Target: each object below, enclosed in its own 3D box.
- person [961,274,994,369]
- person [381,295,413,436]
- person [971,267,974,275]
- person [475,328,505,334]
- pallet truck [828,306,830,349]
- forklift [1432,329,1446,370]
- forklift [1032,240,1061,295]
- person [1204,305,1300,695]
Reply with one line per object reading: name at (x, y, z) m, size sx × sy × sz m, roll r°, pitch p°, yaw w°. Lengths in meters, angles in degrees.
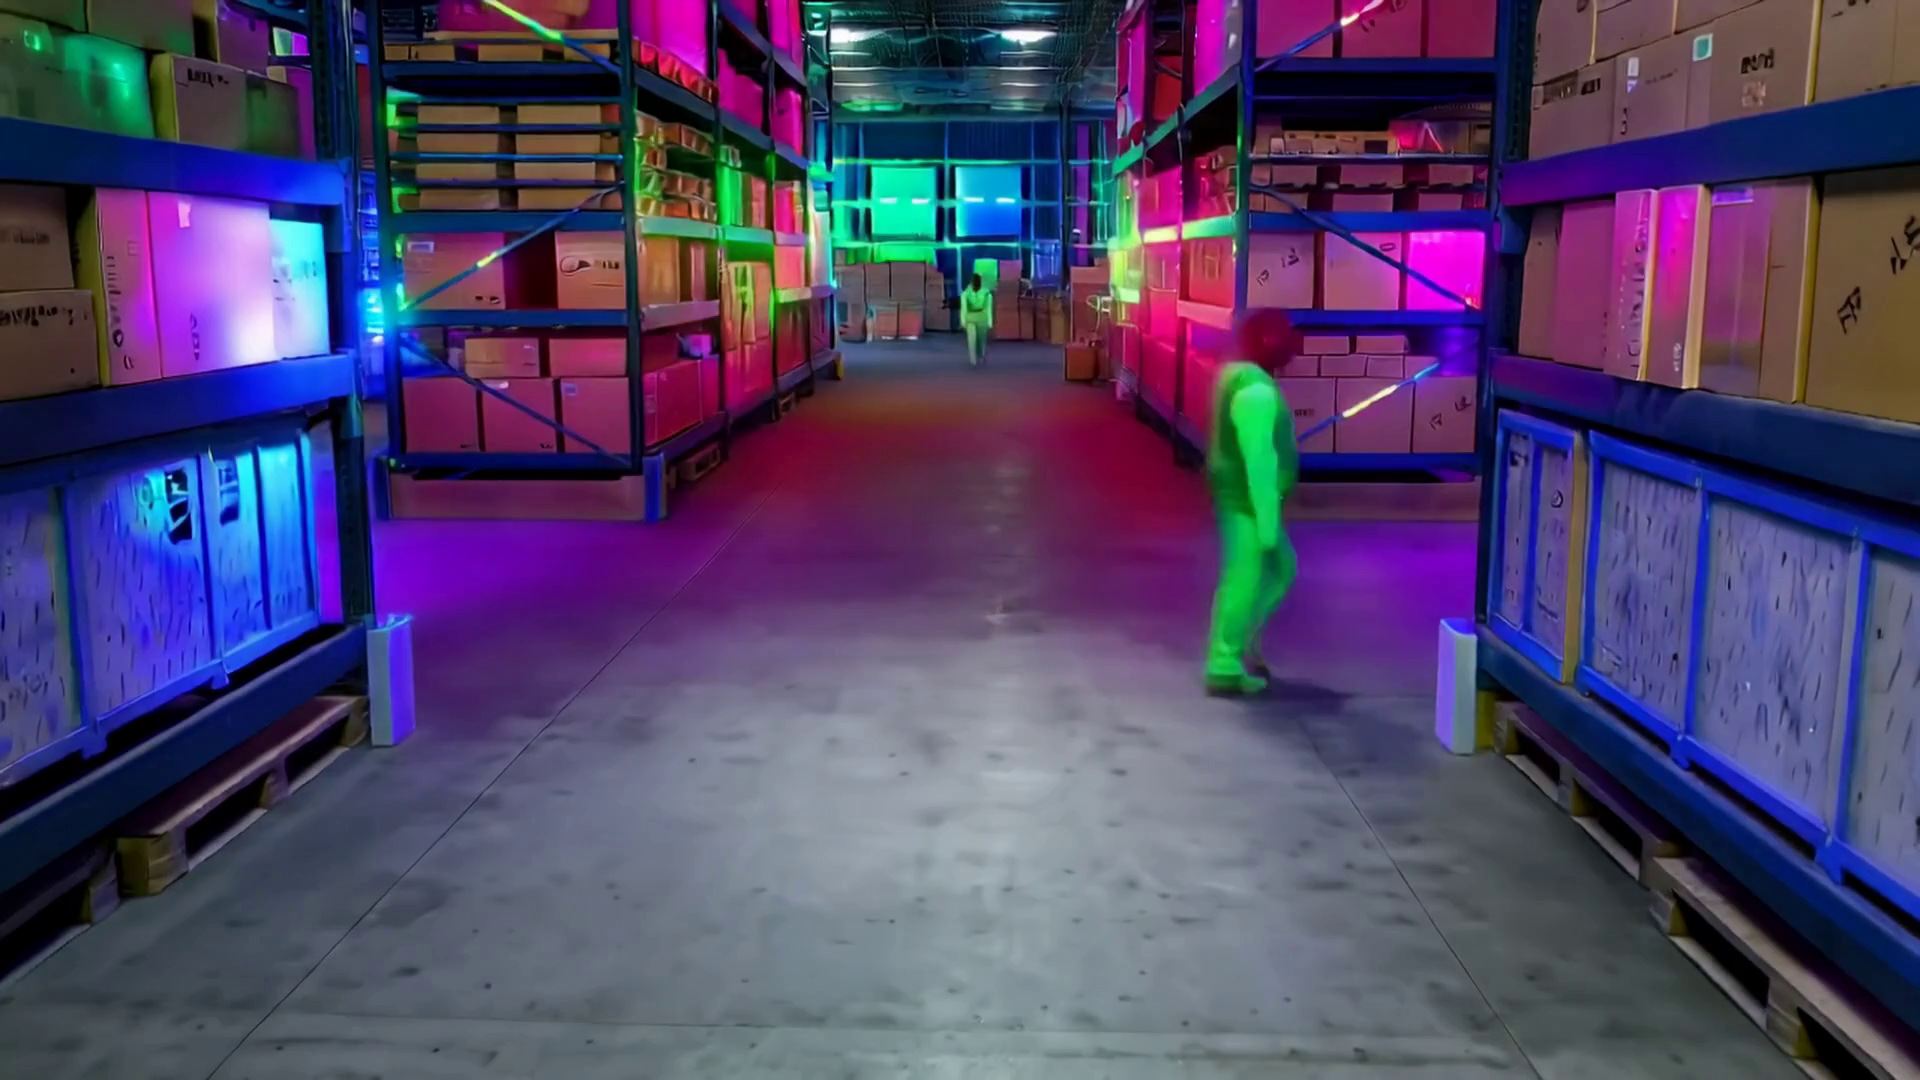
person at (0.337, -4.219, 32.039) m, size 0.632 × 1.812 × 0.861 m, roll 1°, pitch 10°, yaw 5°
person at (-5.808, -1.681, 17.173) m, size 0.318 × 1.696 × 0.532 m, roll -3°, pitch 10°, yaw -16°
person at (0.525, -8.308, 56.339) m, size 1.062 × 1.883 × 0.636 m, roll -1°, pitch 10°, yaw -6°
person at (-7.921, -3.602, 27.985) m, size 0.545 × 1.929 × 0.374 m, roll 1°, pitch 9°, yaw 3°
pallet truck at (-3.100, -3.940, 29.800) m, size 1.885 × 1.965 × 0.823 m, roll 3°, pitch 10°, yaw 19°
forklift at (6.021, -3.220, 22.848) m, size 1.129 × 2.768 × 1.873 m, roll 5°, pitch 11°, yaw 26°
forklift at (3.172, -9.648, 61.356) m, size 1.129 × 2.768 × 1.873 m, roll 0°, pitch 9°, yaw 1°
person at (1.377, -0.171, 7.736) m, size 0.498 × 1.825 × 0.650 m, roll 1°, pitch 9°, yaw 3°
